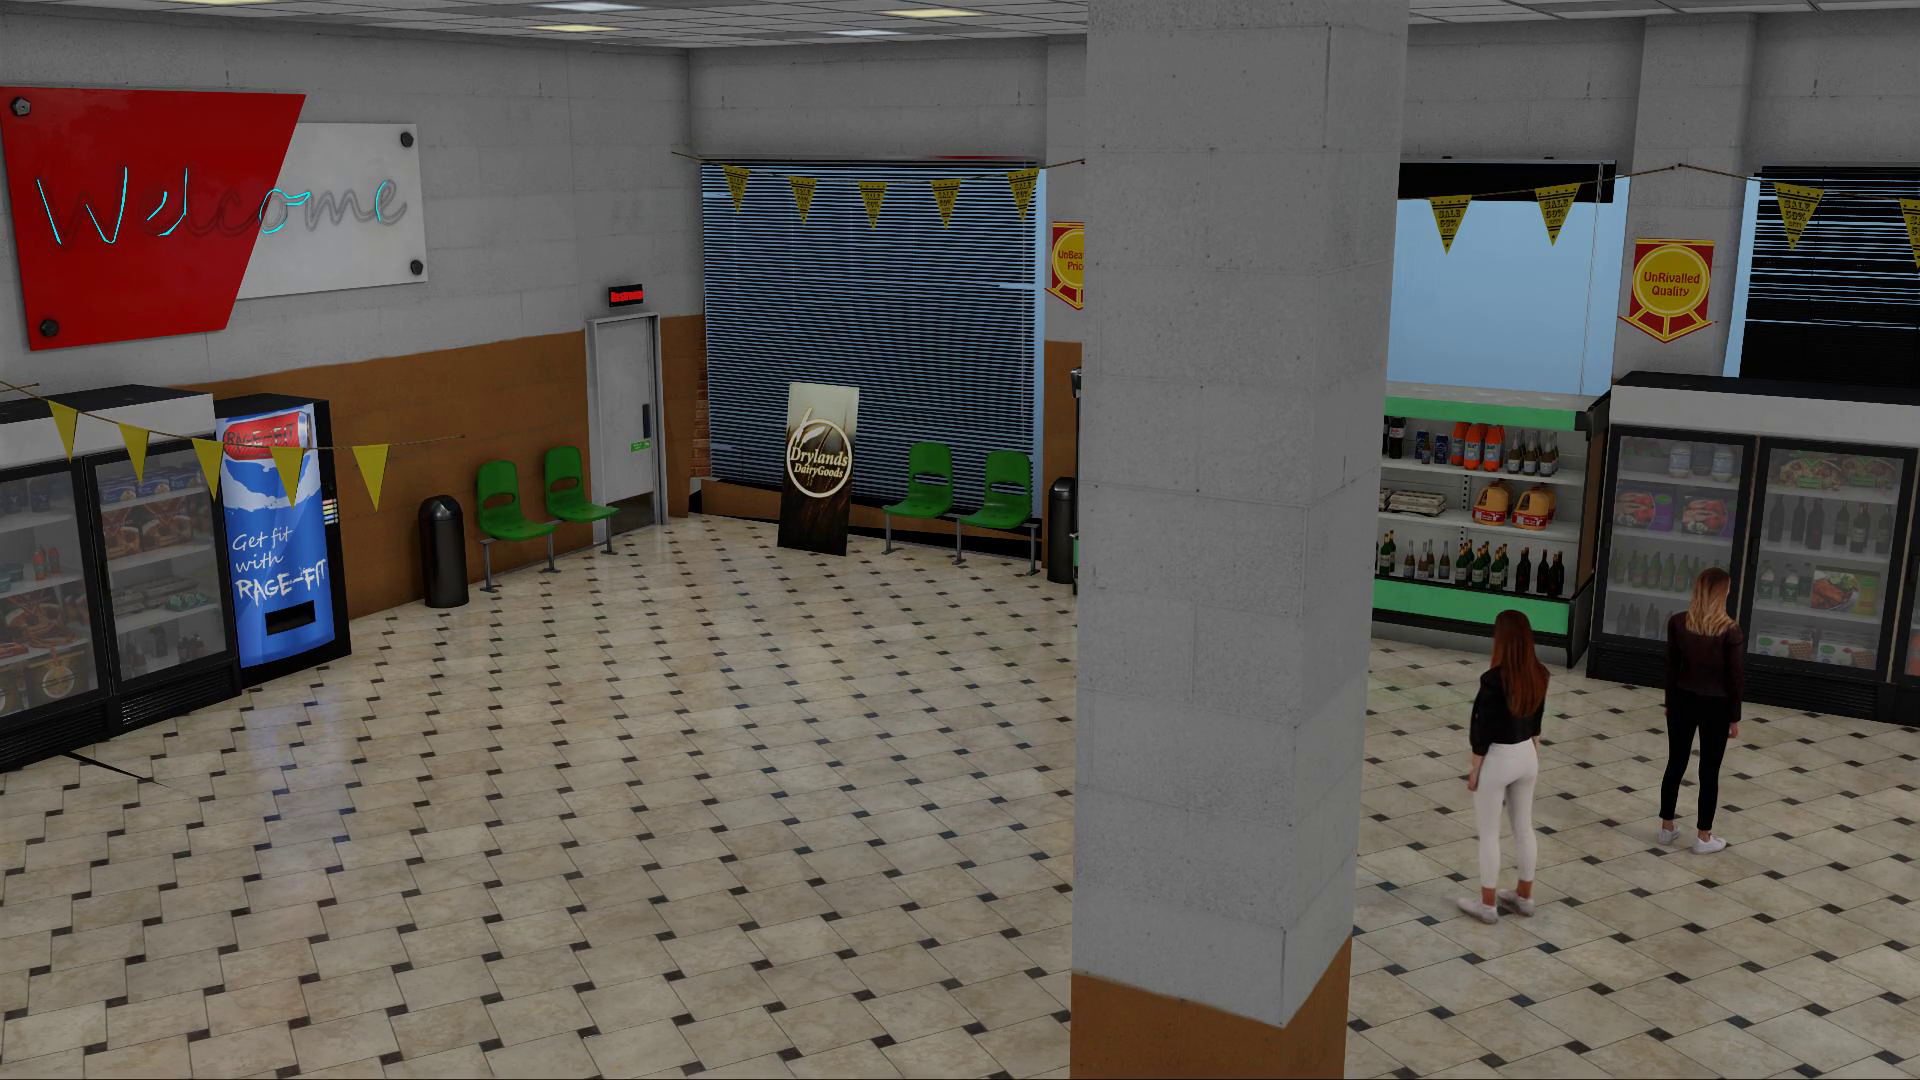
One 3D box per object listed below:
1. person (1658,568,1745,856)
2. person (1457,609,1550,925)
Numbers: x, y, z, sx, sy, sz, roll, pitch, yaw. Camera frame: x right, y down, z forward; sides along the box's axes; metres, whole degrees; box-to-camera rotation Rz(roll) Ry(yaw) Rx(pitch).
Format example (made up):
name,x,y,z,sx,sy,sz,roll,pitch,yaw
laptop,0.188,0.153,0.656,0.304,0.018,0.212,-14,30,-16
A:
name,x,y,z,sx,sy,sz,roll,pitch,yaw
person,4.312,0.989,9.706,0.723,1.705,0.557,-12,18,-40
person,2.911,1.199,8.858,0.666,1.697,0.707,-5,15,-20
